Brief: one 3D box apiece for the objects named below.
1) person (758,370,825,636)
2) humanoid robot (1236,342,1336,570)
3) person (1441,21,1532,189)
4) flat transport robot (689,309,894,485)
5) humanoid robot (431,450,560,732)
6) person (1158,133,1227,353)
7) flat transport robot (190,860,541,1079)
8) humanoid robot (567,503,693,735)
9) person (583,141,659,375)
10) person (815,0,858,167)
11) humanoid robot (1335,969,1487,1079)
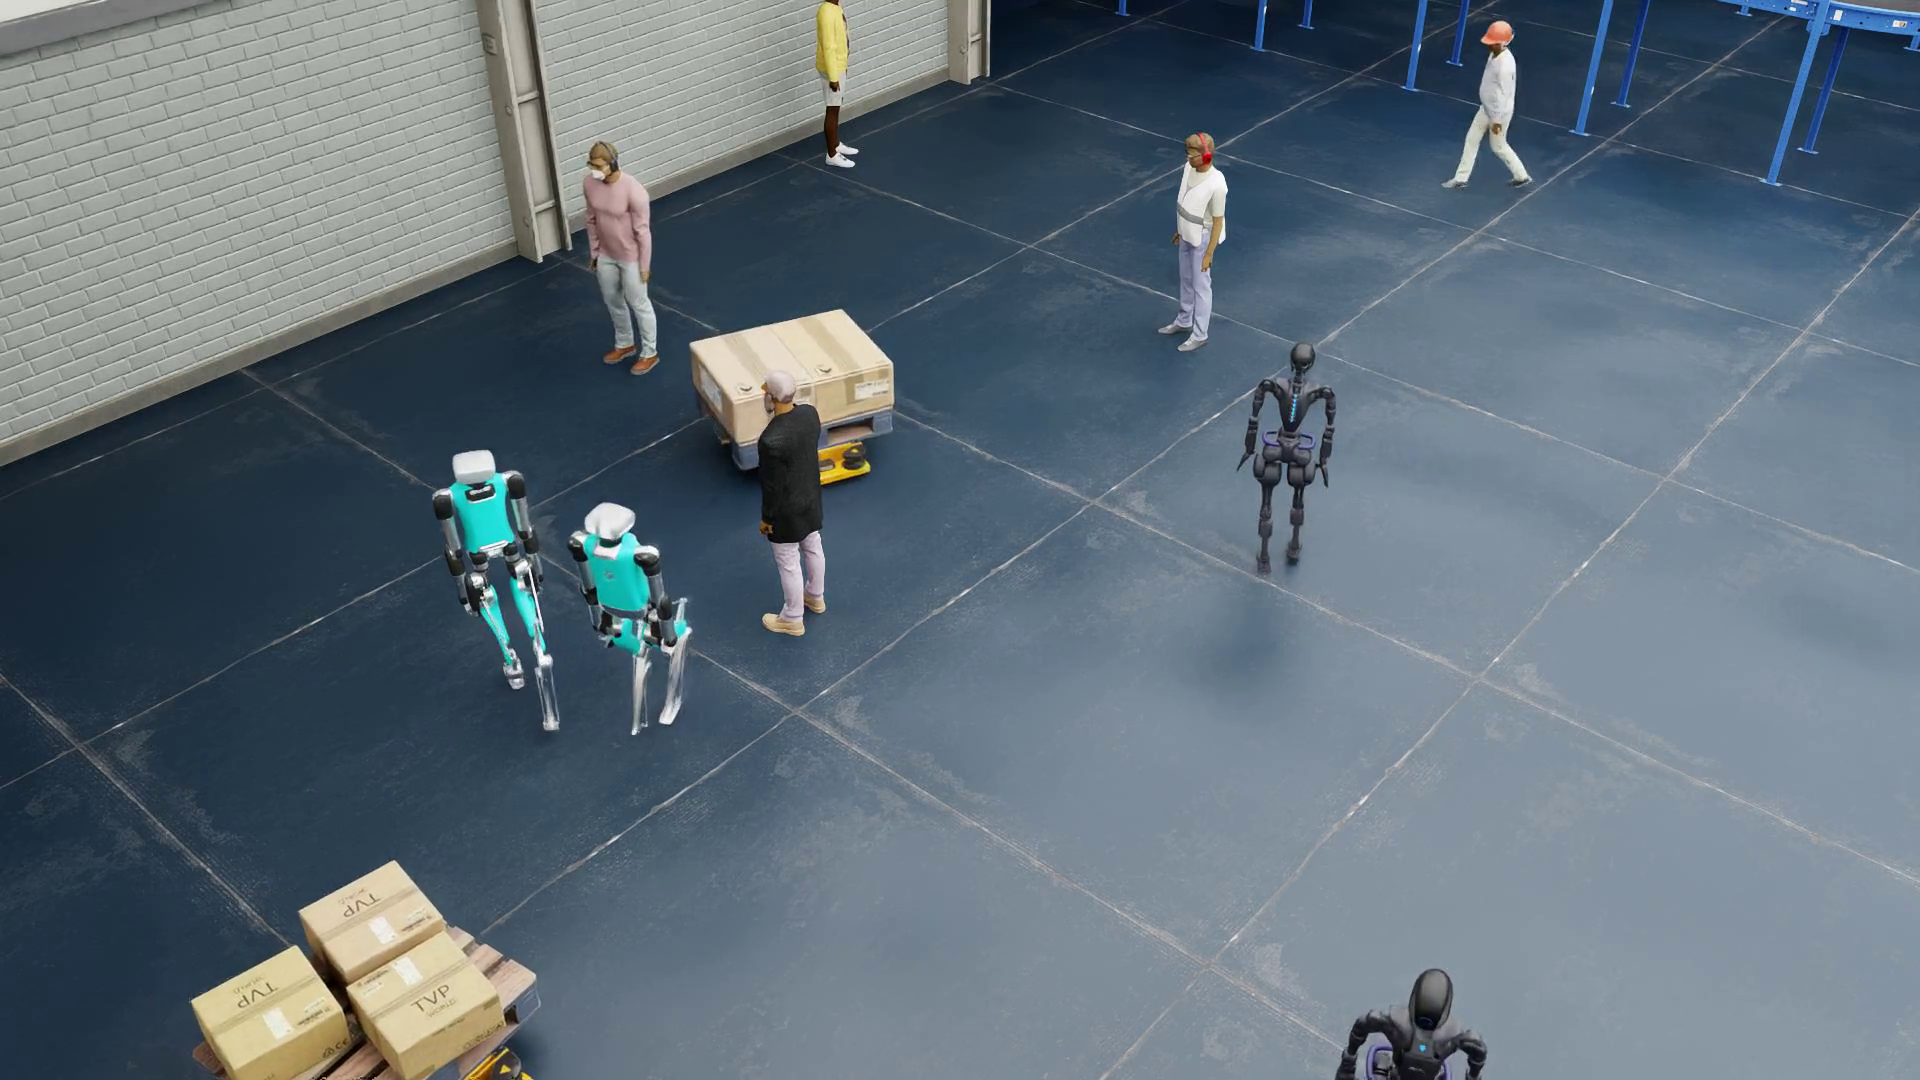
[{"bbox_3d":[-1.048,-0.234,10.350,0.405,1.856,0.532,18,39,23],"label":"person"},{"bbox_3d":[2.143,-0.554,10.954,0.611,1.652,0.327,7,36,9],"label":"humanoid robot"},{"bbox_3d":[5.209,-4.170,16.010,0.806,1.701,0.593,-1,35,-2],"label":"person"},{"bbox_3d":[-1.261,-0.844,12.573,0.659,0.231,1.431,-16,39,-21],"label":"flat transport robot"},{"bbox_3d":[-2.599,0.386,9.618,0.538,1.773,1.000,-17,39,-22],"label":"humanoid robot"},{"bbox_3d":[1.919,-2.409,13.418,0.390,1.837,0.562,-13,37,-17],"label":"person"},{"bbox_3d":[-2.791,2.458,7.936,1.431,0.231,0.659,21,41,27],"label":"flat transport robot"},{"bbox_3d":[-1.781,0.406,9.558,0.533,1.771,0.824,10,37,14],"label":"humanoid robot"},{"bbox_3d":[-2.655,-2.231,13.092,0.627,1.934,0.367,20,40,25],"label":"person"},{"bbox_3d":[-1.242,-4.687,16.564,0.376,1.900,0.540,3,36,4],"label":"person"},{"bbox_3d":[1.832,2.337,6.898,0.610,1.656,0.315,8,36,11],"label":"humanoid robot"}]
